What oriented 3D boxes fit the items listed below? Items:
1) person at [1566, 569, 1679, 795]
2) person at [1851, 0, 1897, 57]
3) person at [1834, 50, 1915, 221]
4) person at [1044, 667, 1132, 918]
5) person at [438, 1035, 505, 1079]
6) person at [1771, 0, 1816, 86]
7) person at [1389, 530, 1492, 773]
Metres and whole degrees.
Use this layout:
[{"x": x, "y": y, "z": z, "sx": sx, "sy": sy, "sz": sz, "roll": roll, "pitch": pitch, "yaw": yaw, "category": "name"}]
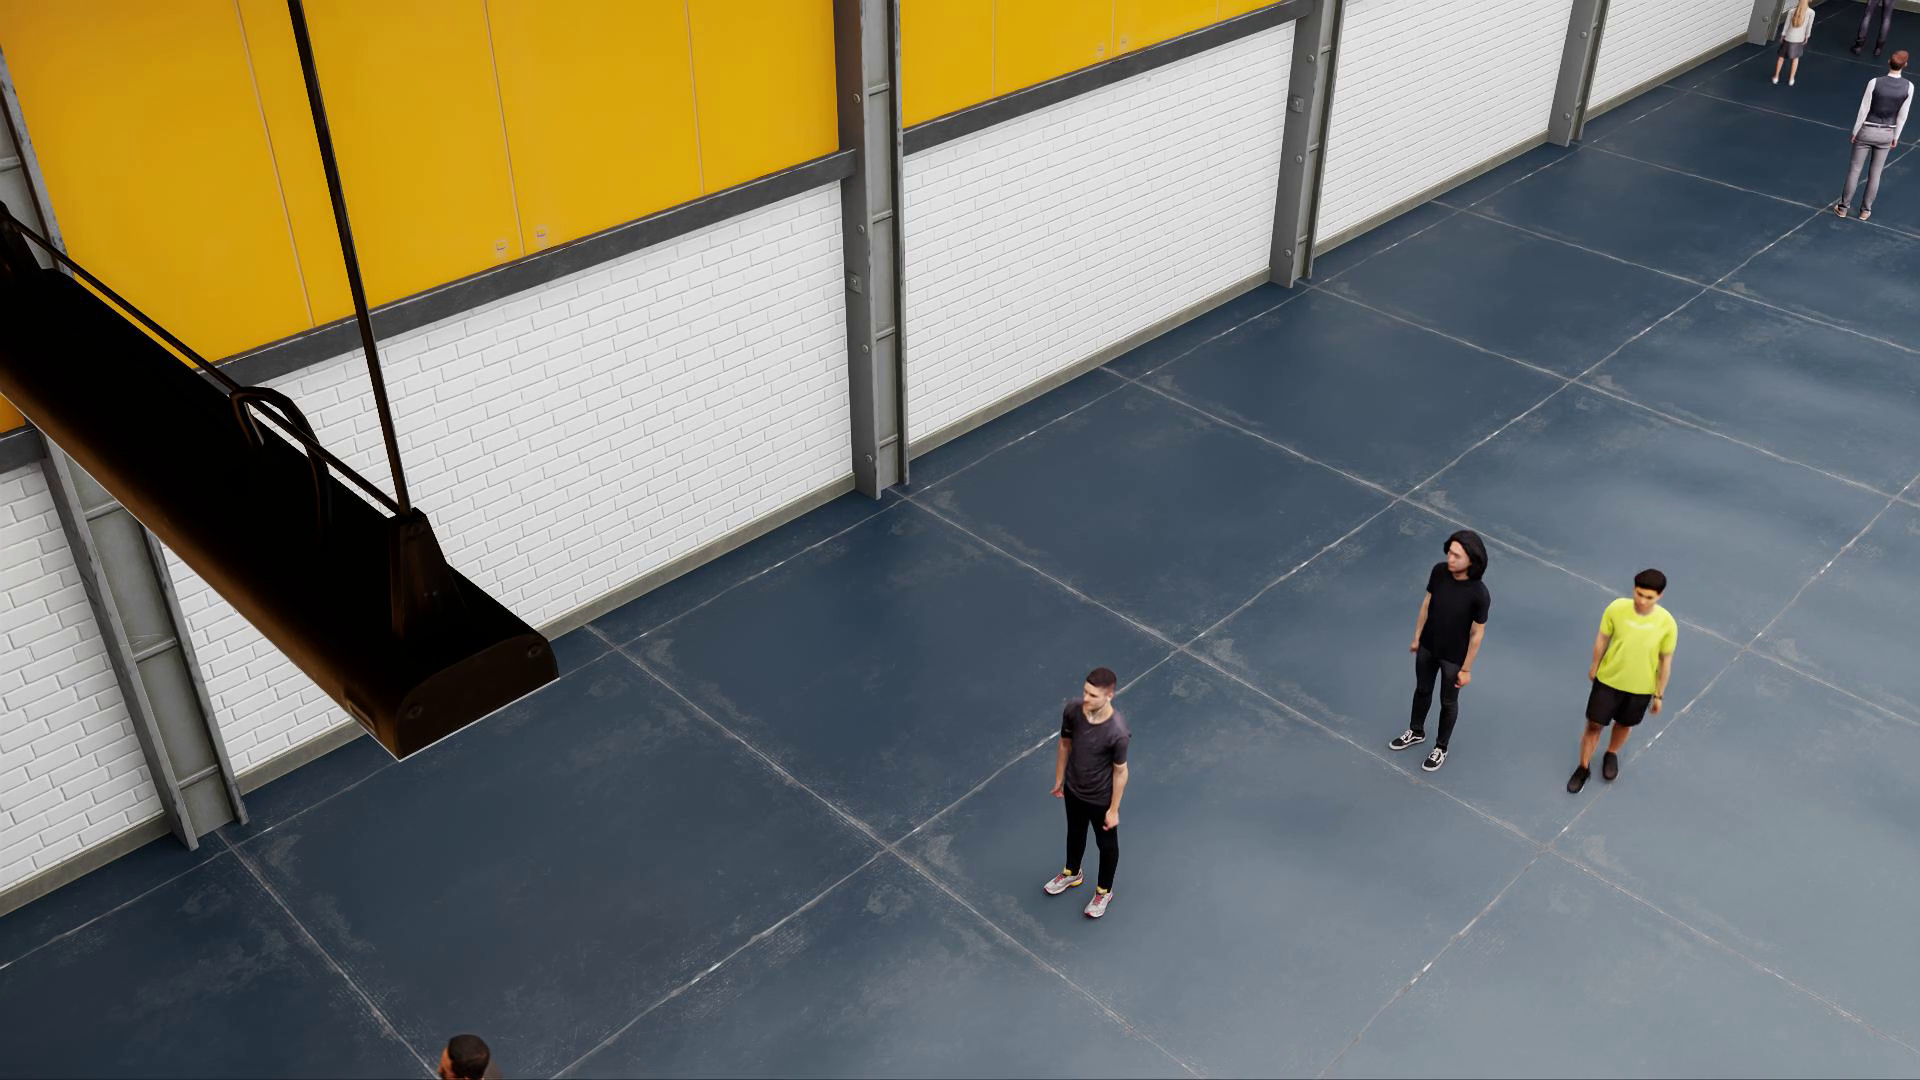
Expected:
[{"x": 4.381, "y": 0.854, "z": 10.907, "sx": 0.791, "sy": 1.691, "sz": 0.892, "roll": 13, "pitch": 36, "yaw": 18, "category": "person"}, {"x": 13.360, "y": -7.959, "z": 24.040, "sx": 0.754, "sy": 1.831, "sz": 0.741, "roll": 10, "pitch": 35, "yaw": 15, "category": "person"}, {"x": 10.416, "y": -4.611, "z": 18.906, "sx": 0.735, "sy": 1.938, "sz": 0.711, "roll": 12, "pitch": 36, "yaw": 18, "category": "person"}, {"x": 0.792, "y": 1.478, "z": 9.903, "sx": 0.641, "sy": 1.764, "sz": 0.558, "roll": 26, "pitch": 41, "yaw": 33, "category": "person"}, {"x": -2.154, "y": 2.917, "z": 7.701, "sx": 0.723, "sy": 1.804, "sz": 0.750, "roll": -10, "pitch": 35, "yaw": -14, "category": "person"}, {"x": 11.581, "y": -6.981, "z": 23.070, "sx": 0.586, "sy": 1.275, "sz": 0.608, "roll": 14, "pitch": 36, "yaw": 20, "category": "person"}, {"x": 3.223, "y": 0.698, "z": 11.010, "sx": 0.574, "sy": 1.837, "sz": 0.662, "roll": -22, "pitch": 40, "yaw": -30, "category": "person"}]
